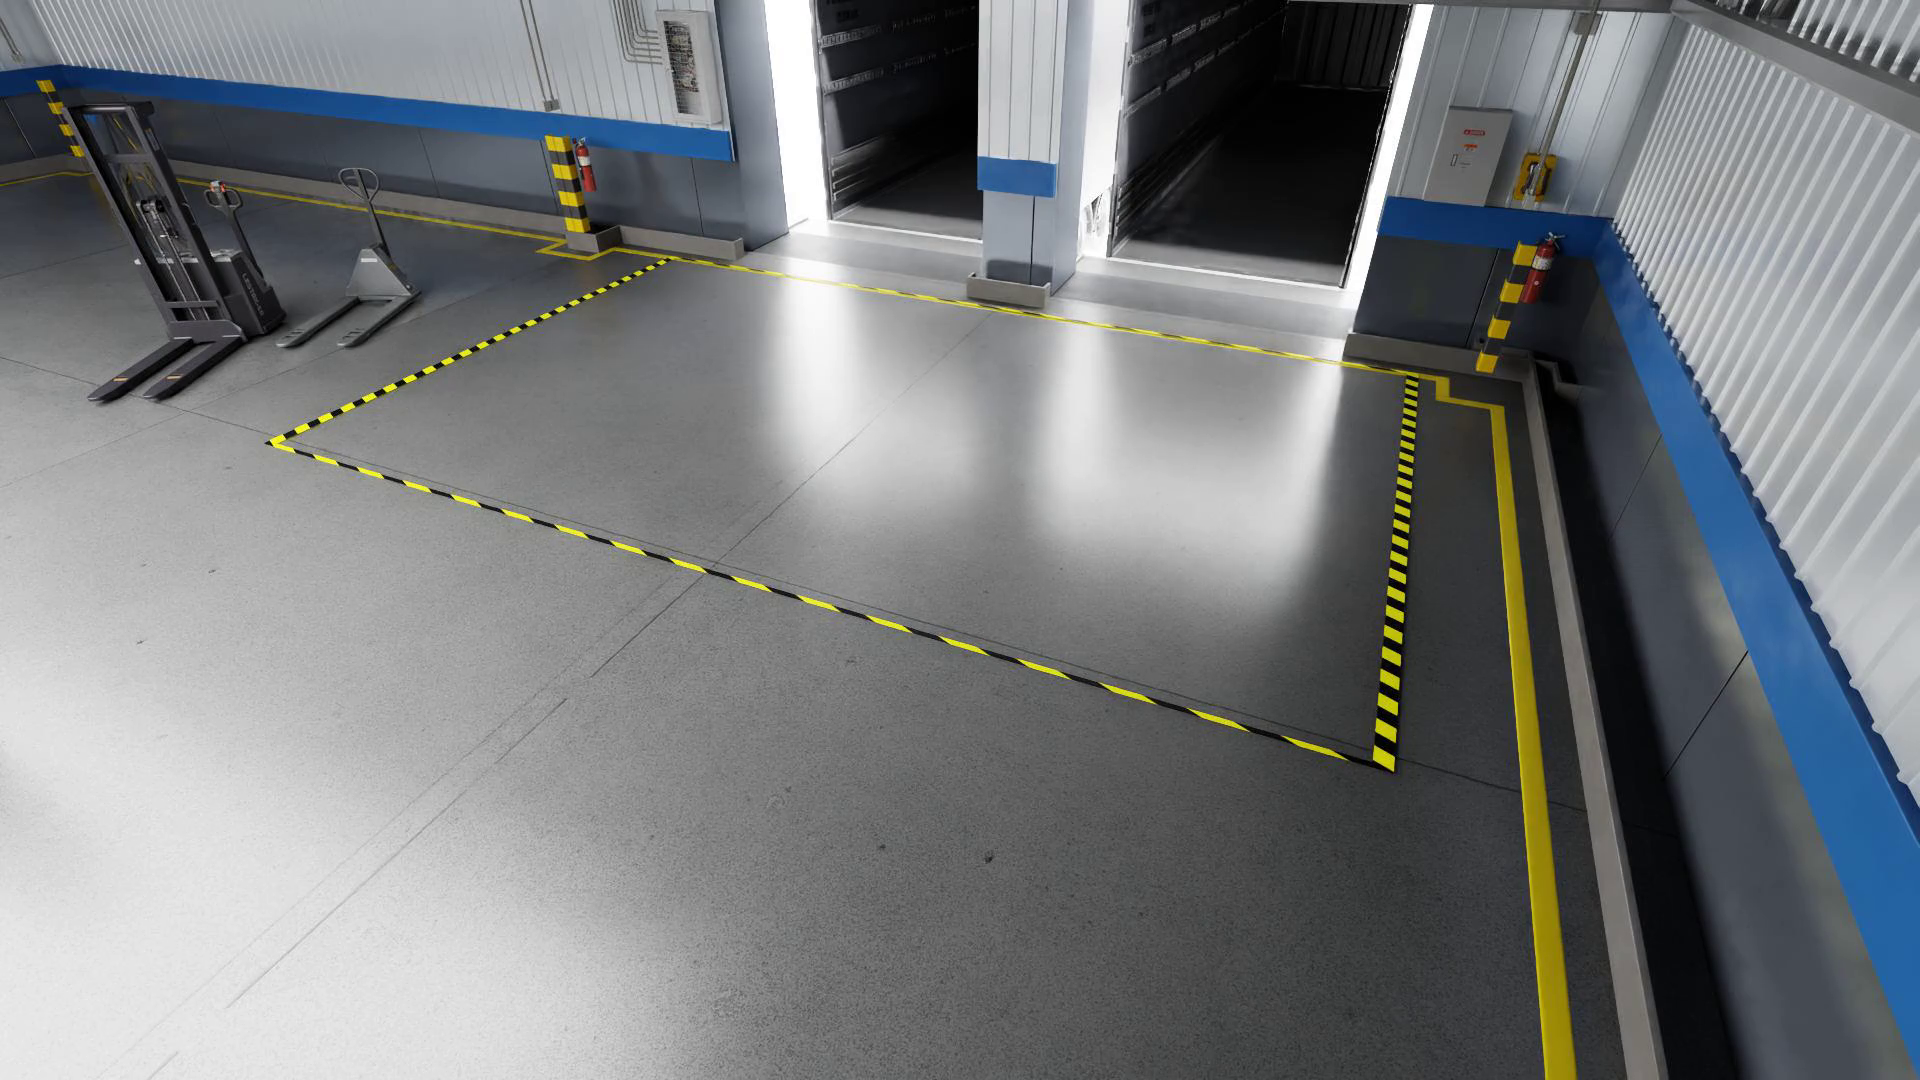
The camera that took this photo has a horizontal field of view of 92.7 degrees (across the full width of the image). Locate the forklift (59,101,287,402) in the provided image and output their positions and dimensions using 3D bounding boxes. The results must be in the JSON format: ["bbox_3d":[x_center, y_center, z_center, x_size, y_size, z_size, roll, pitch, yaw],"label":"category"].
[{"bbox_3d":[-6.686,-2.387,7.434,0.823,1.965,1.885,-3,35,-5],"label":"forklift"}]

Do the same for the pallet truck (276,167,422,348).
[{"bbox_3d":[-5.732,-2.611,8.414,0.680,1.201,1.601,-1,35,-1],"label":"pallet truck"}]
